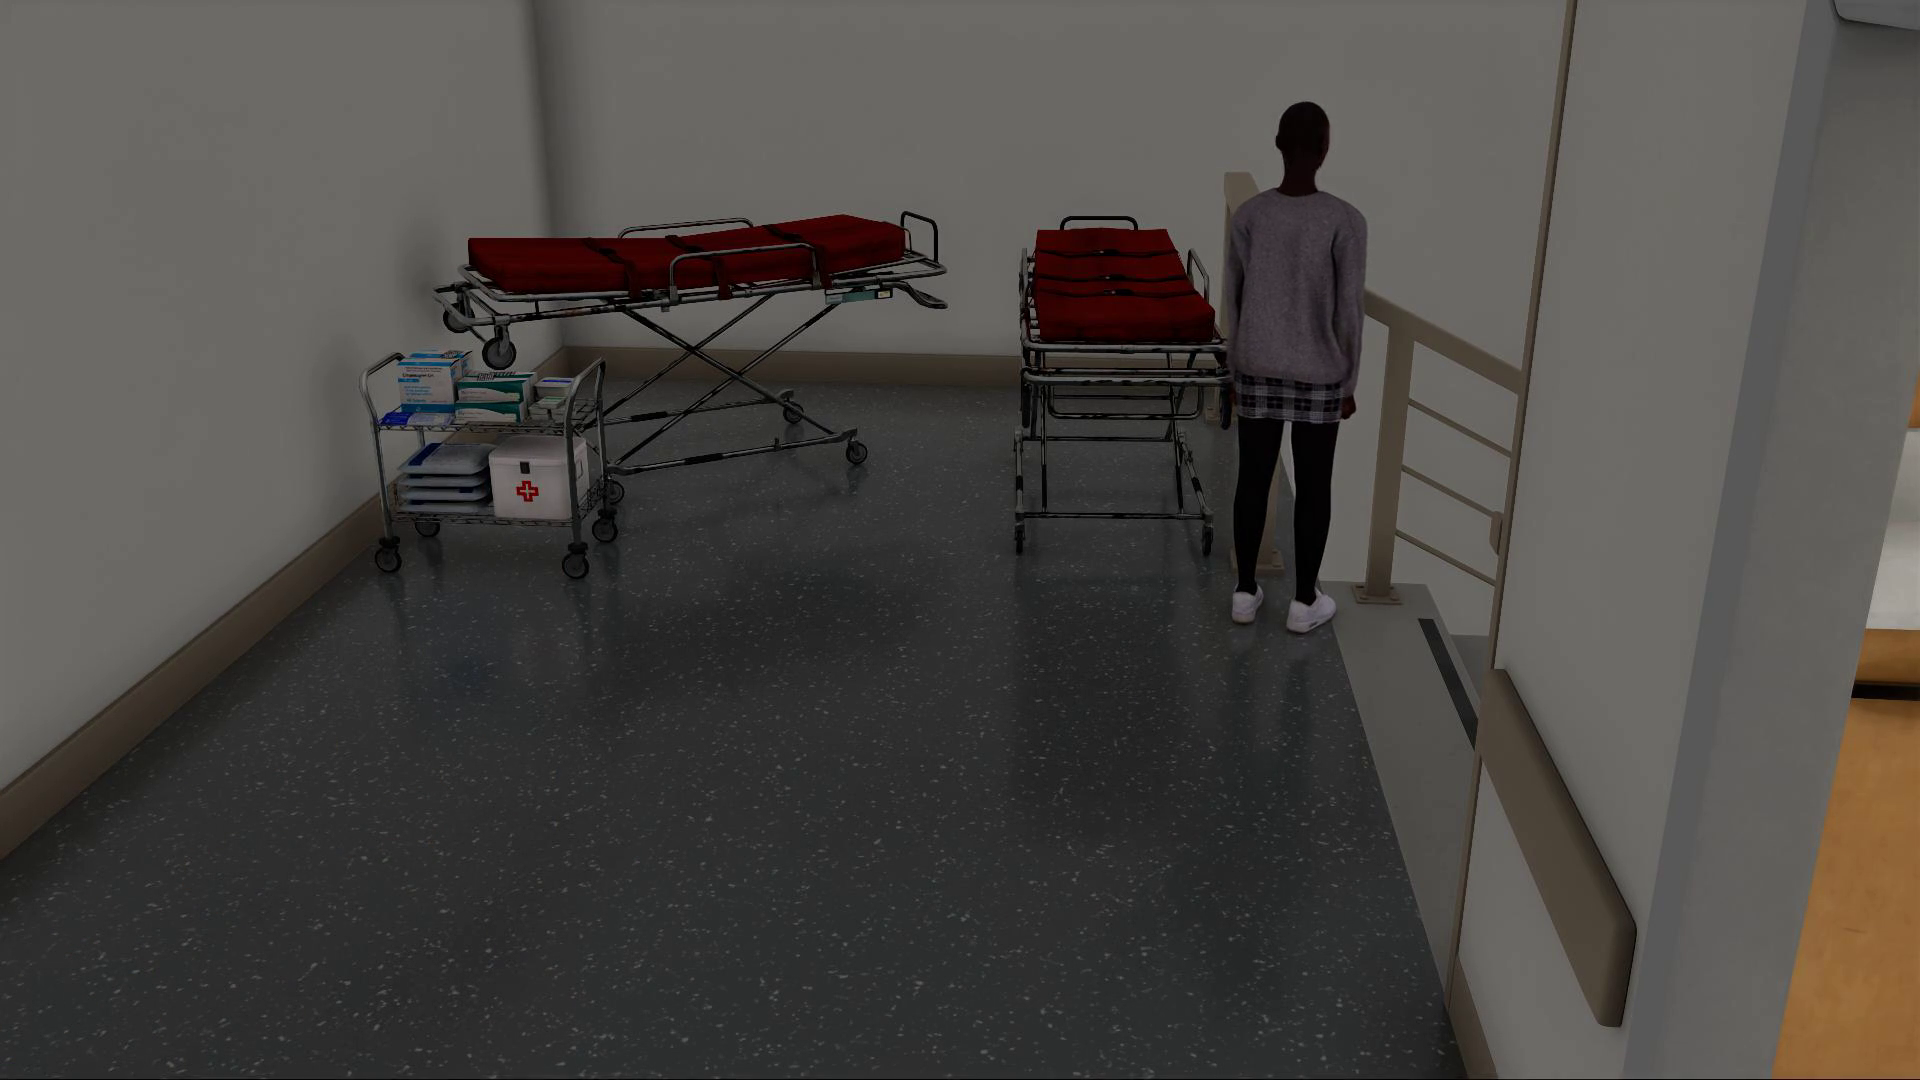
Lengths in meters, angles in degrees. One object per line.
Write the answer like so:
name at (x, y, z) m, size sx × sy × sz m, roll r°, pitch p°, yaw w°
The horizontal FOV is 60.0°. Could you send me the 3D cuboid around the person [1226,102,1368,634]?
person at (1.099, -0.556, 5.554) m, size 0.681 × 1.772 × 0.654 m, roll 10°, pitch 23°, yaw 24°
